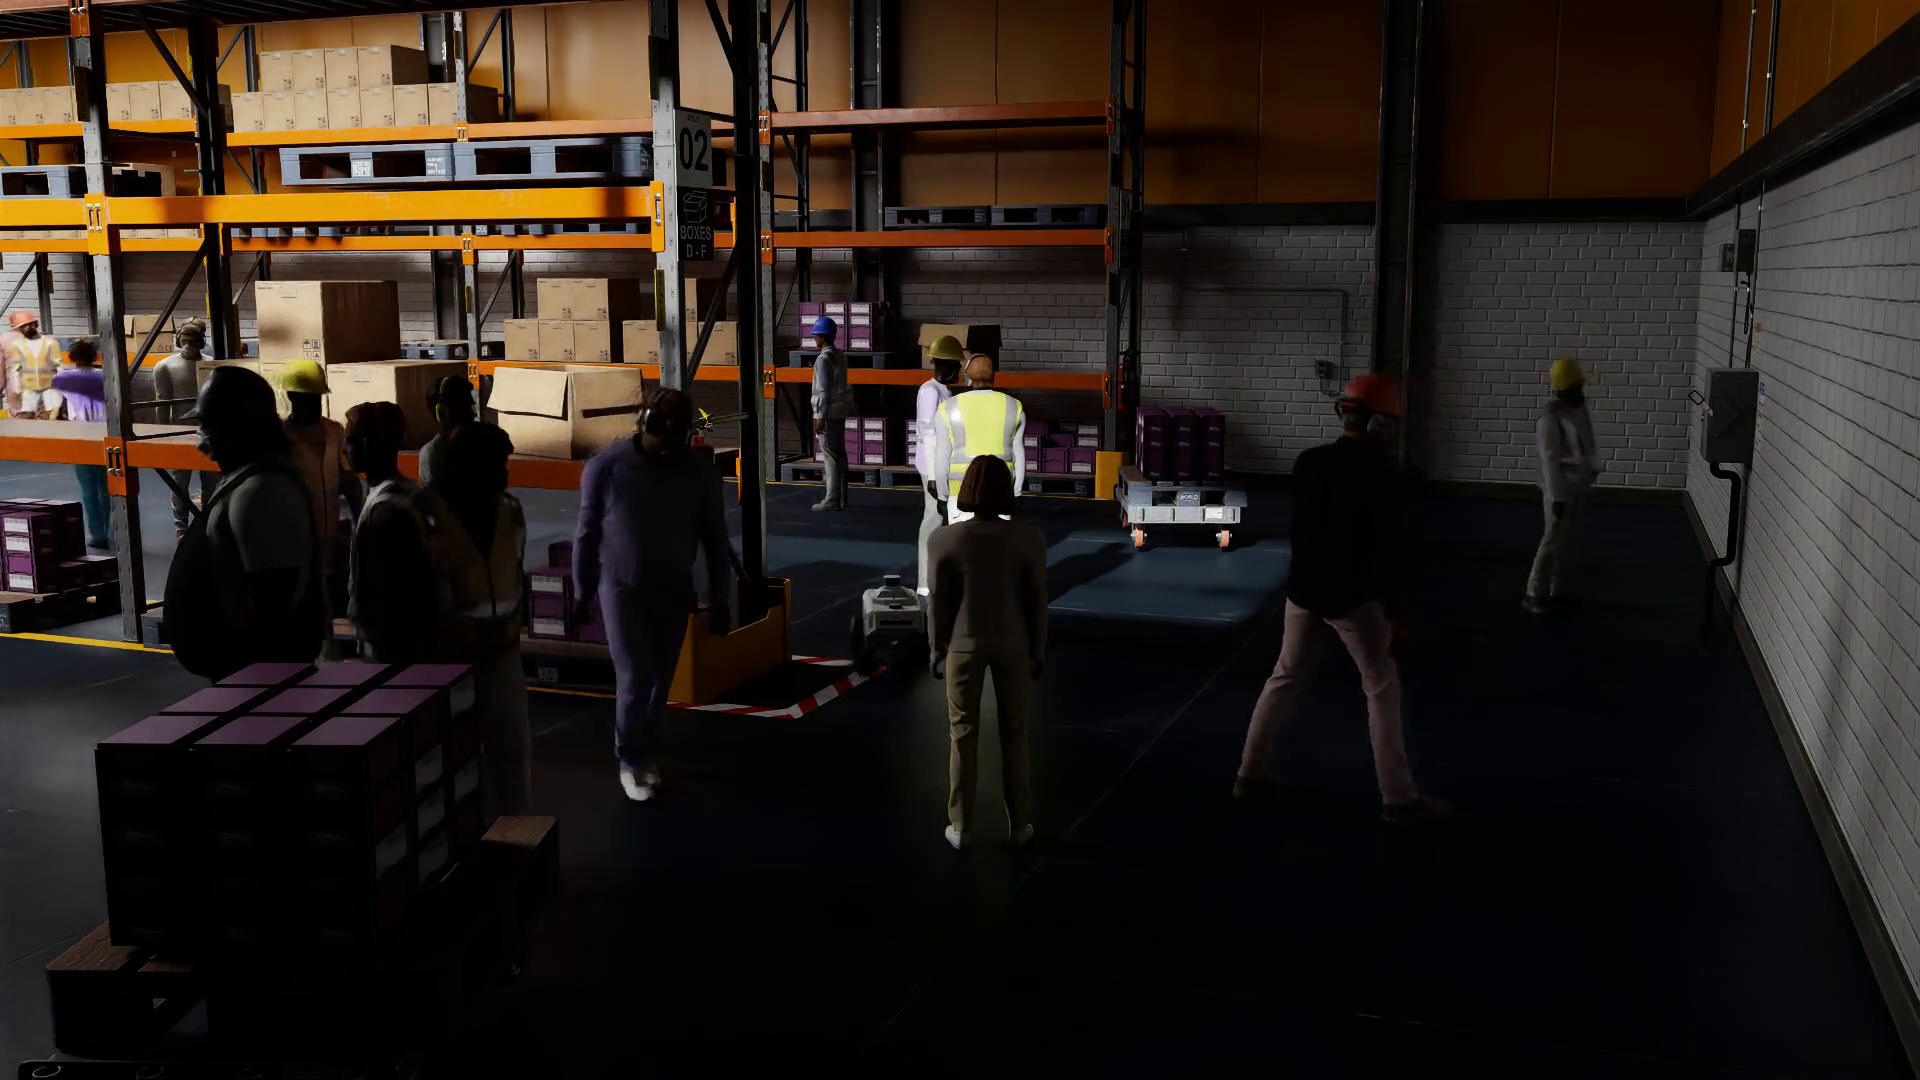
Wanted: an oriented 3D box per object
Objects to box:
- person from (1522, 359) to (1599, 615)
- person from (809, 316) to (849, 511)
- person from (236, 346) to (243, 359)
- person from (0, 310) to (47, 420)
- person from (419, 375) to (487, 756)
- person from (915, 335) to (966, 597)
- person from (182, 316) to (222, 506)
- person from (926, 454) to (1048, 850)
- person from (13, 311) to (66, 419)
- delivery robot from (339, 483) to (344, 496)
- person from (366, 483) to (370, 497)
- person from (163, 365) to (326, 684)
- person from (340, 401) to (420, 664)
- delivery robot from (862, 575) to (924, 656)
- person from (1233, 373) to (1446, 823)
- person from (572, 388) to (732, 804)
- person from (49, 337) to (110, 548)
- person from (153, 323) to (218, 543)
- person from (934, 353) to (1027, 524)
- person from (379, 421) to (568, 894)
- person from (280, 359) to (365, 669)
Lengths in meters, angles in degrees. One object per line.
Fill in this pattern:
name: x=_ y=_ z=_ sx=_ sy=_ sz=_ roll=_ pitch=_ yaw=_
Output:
person: x=4.226 y=-0.371 z=11.623 sx=0.419 sy=1.787 sz=0.641 roll=7 pitch=12 yaw=39
person: x=-1.312 y=-1.259 z=16.655 sx=0.404 sy=1.945 sz=0.615 roll=2 pitch=9 yaw=13
person: x=-8.197 y=-1.453 z=18.885 sx=0.455 sy=1.619 sz=0.540 roll=1 pitch=9 yaw=9
person: x=-12.198 y=-2.038 z=21.682 sx=0.648 sy=1.904 sz=0.401 roll=-6 pitch=11 yaw=-33
person: x=-2.477 y=0.124 z=8.216 sx=0.328 sy=1.872 sz=0.508 roll=-1 pitch=9 yaw=-6
person: x=-0.125 y=-0.538 z=12.214 sx=0.385 sy=1.919 sz=0.585 roll=2 pitch=9 yaw=12
person: x=-7.747 y=-1.311 z=17.013 sx=0.379 sy=1.940 sz=0.629 roll=-1 pitch=9 yaw=-8
person: x=0.111 y=0.463 z=6.825 sx=0.500 sy=1.633 sz=0.281 roll=0 pitch=9 yaw=-1
person: x=-11.662 y=-1.954 z=21.180 sx=0.687 sy=1.911 sz=0.561 roll=-3 pitch=9 yaw=-16
delivery robot: x=-6.608 y=-0.694 z=17.170 sx=0.707 sy=0.478 sz=0.477 roll=6 pitch=11 yaw=34
person: x=-5.814 y=-1.250 z=16.967 sx=0.709 sy=1.819 sz=0.539 roll=1 pitch=9 yaw=5
person: x=-2.586 y=0.386 z=6.032 sx=0.536 sy=2.000 sz=0.680 roll=-3 pitch=10 yaw=-19
person: x=-2.173 y=0.405 z=6.408 sx=0.337 sy=1.882 sz=0.583 roll=-2 pitch=9 yaw=-15
delivery robot: x=-0.405 y=0.453 z=9.970 sx=0.477 sy=0.478 sz=0.707 roll=-1 pitch=9 yaw=-6
person: x=1.703 y=0.250 z=7.263 sx=0.574 sy=1.939 sz=0.813 roll=-7 pitch=11 yaw=-36
person: x=-1.387 y=0.243 z=7.506 sx=0.665 sy=1.856 sz=0.656 roll=-5 pitch=10 yaw=-29
person: x=-7.629 y=-0.849 z=14.490 sx=0.784 sy=1.812 sz=0.574 roll=8 pitch=12 yaw=40
person: x=-6.759 y=-0.943 z=14.714 sx=0.628 sy=1.936 sz=0.377 roll=-8 pitch=12 yaw=-41
person: x=0.128 y=-0.319 z=11.079 sx=0.627 sy=1.847 sz=0.429 roll=-2 pitch=9 yaw=-11
person: x=-1.834 y=0.474 z=6.202 sx=0.858 sy=1.800 sz=0.718 roll=8 pitch=12 yaw=43
person: x=-3.492 y=-0.042 z=9.168 sx=0.887 sy=1.889 sz=0.613 roll=4 pitch=10 yaw=24
